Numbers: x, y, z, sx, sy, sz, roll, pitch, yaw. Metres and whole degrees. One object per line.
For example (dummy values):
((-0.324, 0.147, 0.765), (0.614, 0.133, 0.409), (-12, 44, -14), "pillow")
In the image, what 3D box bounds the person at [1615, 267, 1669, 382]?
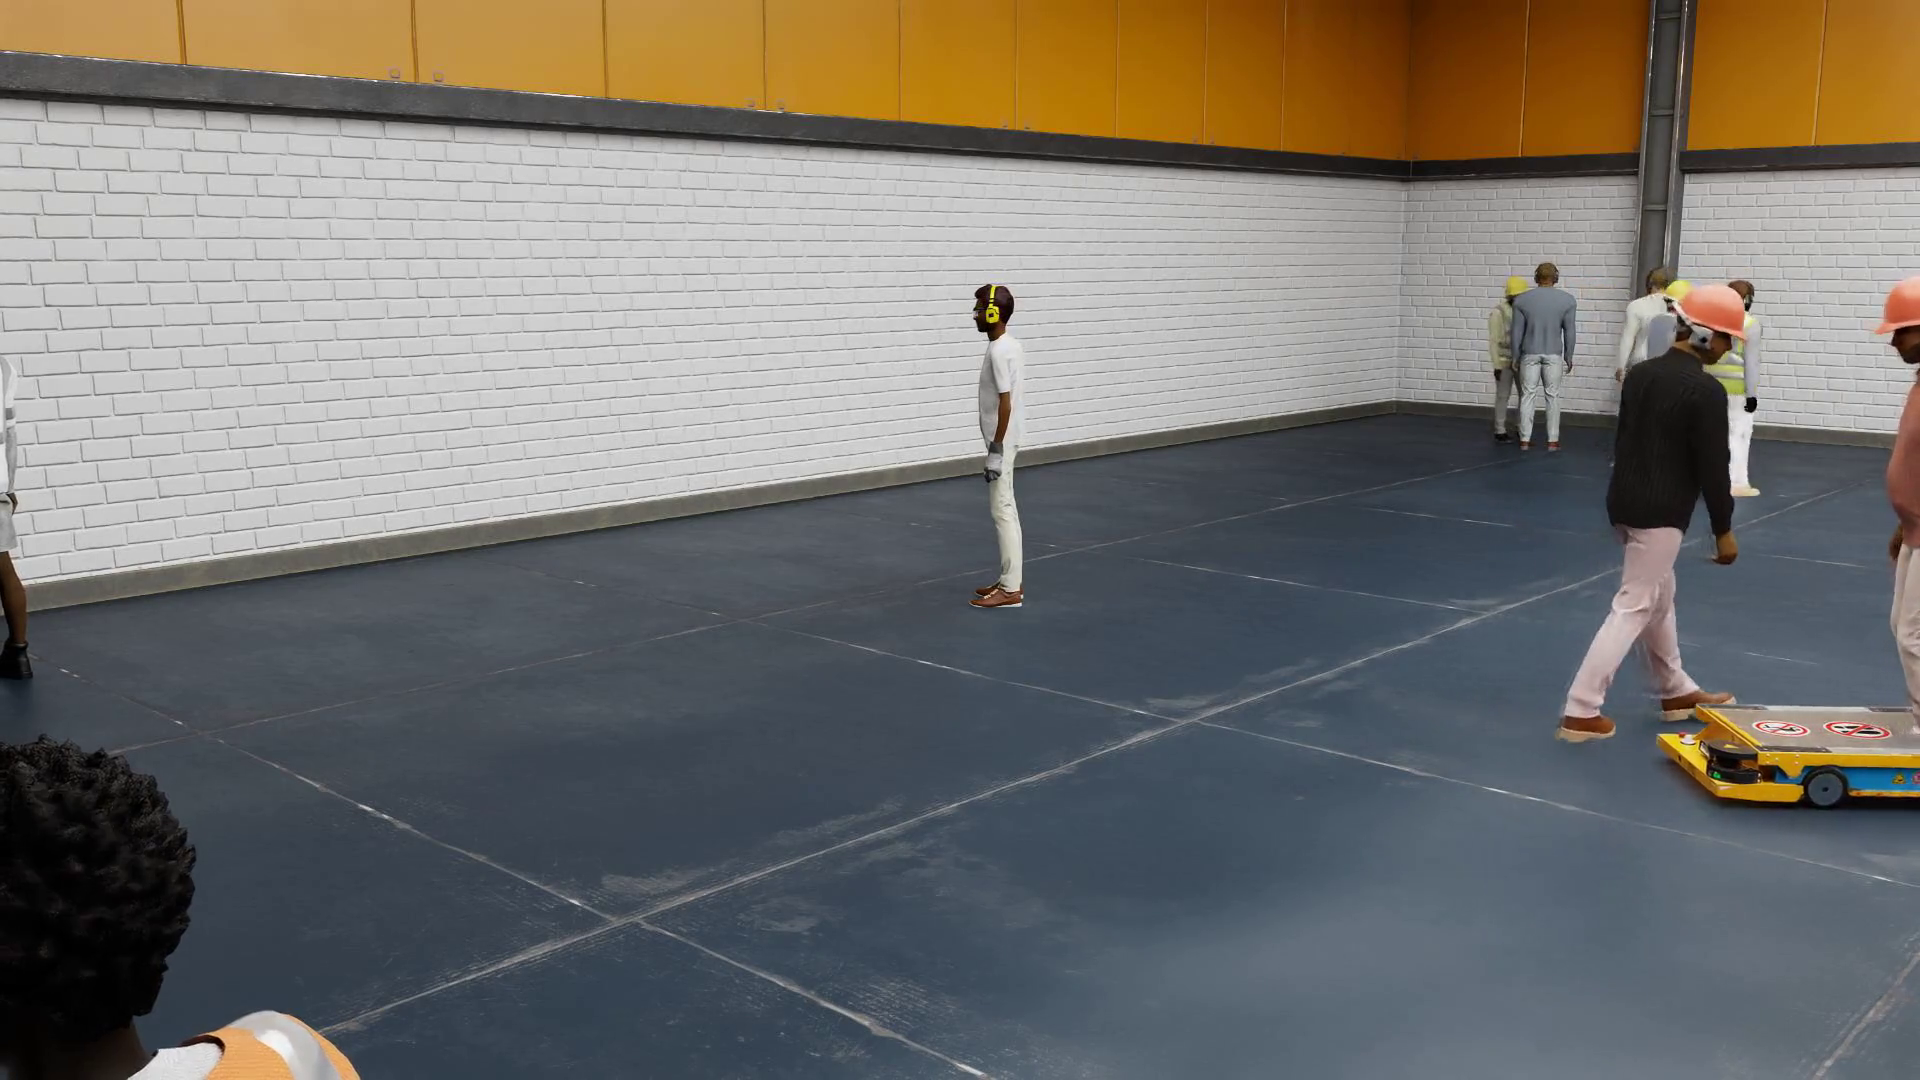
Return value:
((6.814, -1.722, 16.306), (0.644, 1.904, 0.968), (-2, 10, -13), "person")

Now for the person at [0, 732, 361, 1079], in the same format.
((-0.698, 0.993, 1.427), (0.319, 1.695, 0.534), (4, 11, 20), "person")

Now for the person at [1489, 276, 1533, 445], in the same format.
((5.834, -1.883, 17.552), (0.617, 1.779, 0.654), (-2, 10, -14), "person")

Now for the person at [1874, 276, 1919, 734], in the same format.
((3.701, -0.011, 6.342), (0.505, 1.965, 0.644), (4, 11, 21), "person")

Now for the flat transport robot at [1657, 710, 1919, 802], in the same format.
((3.541, 0.824, 6.426), (1.431, 0.197, 0.652), (1, 10, 4), "flat transport robot")

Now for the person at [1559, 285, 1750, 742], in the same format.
((2.946, -0.100, 6.990), (0.891, 1.925, 0.633), (-1, 10, -7), "person")

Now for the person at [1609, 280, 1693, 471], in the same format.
((6.242, -1.395, 14.727), (0.878, 1.805, 0.595), (-3, 10, -14), "person")

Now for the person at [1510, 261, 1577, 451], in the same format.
((5.981, -1.883, 17.095), (0.634, 1.936, 0.351), (4, 11, 19), "person")

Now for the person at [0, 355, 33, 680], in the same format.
((-4.661, -0.252, 7.796), (0.345, 1.940, 0.551), (2, 10, 12), "person")

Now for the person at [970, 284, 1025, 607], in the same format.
((0.221, -0.537, 9.640), (0.309, 1.863, 0.535), (1, 10, 8), "person")

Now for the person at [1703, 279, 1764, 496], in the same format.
((6.404, -1.260, 13.907), (0.615, 1.828, 0.641), (-3, 10, -17), "person")
